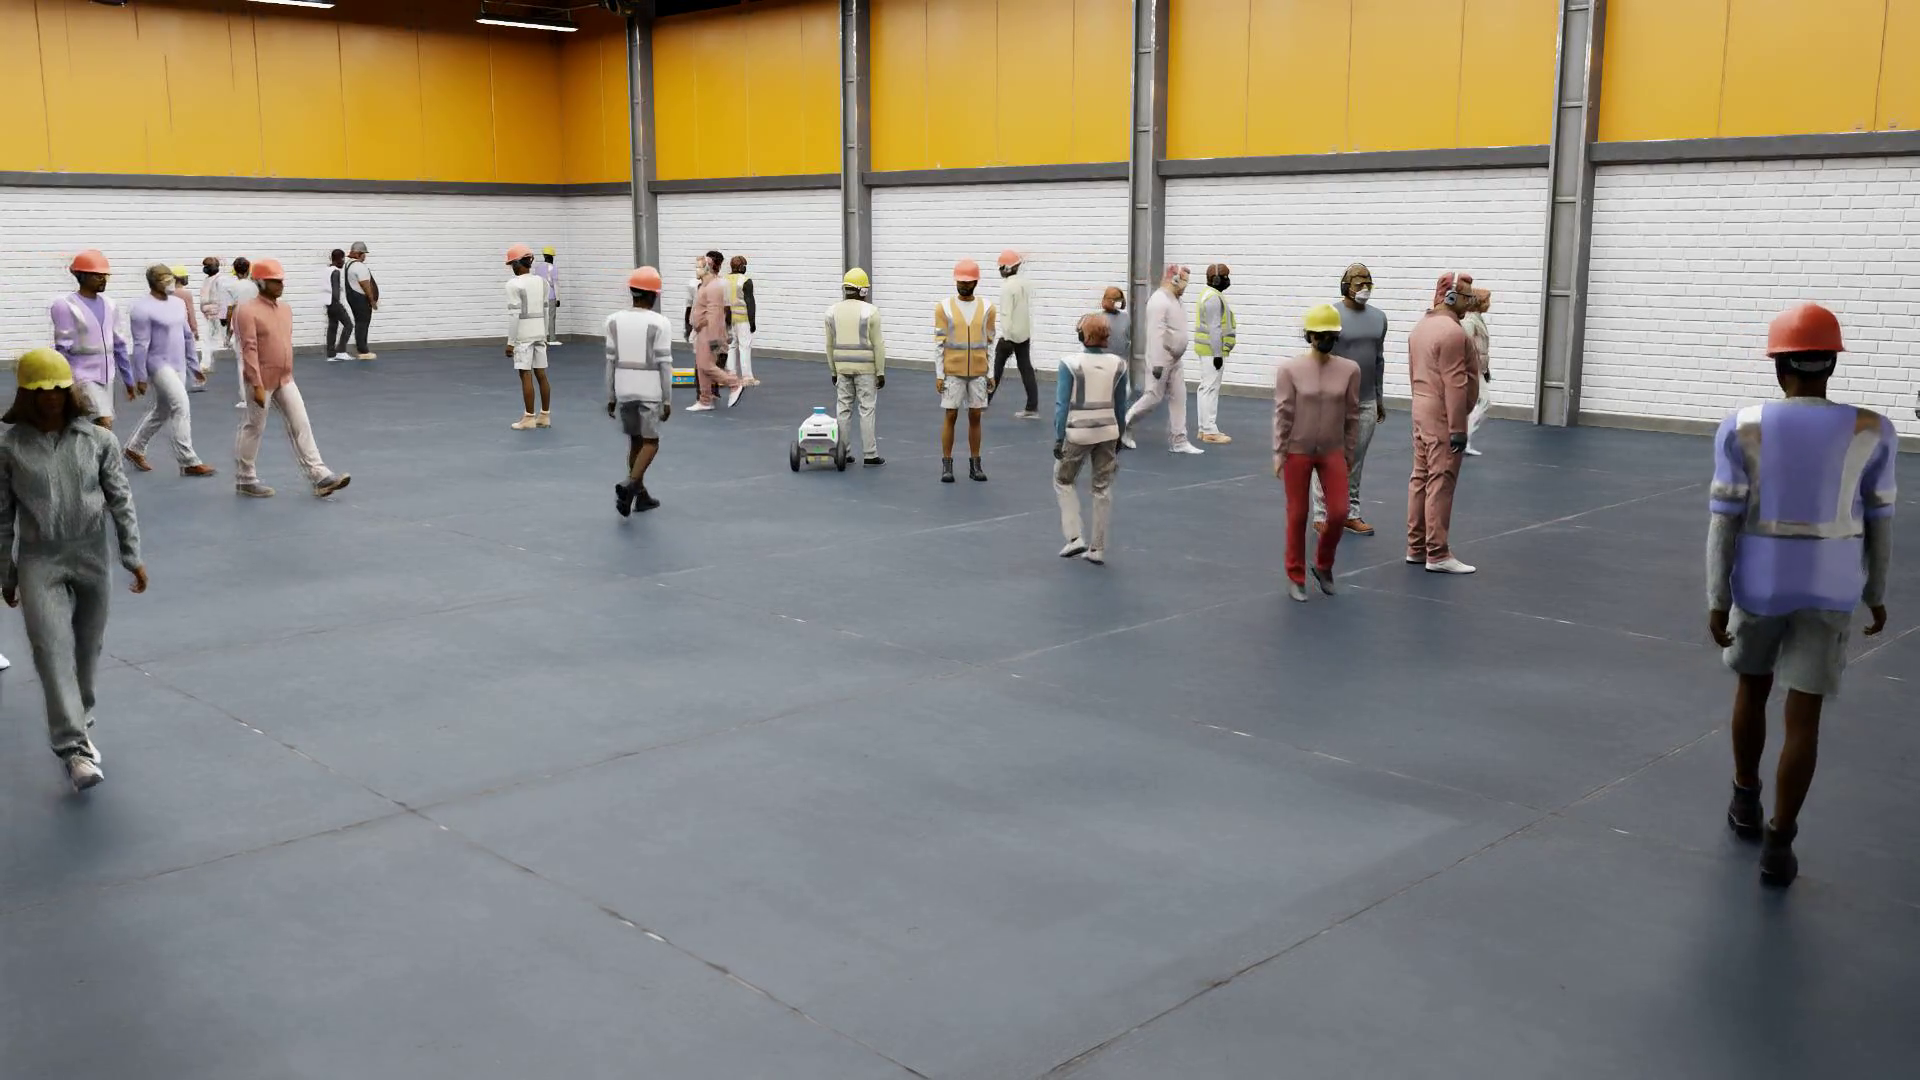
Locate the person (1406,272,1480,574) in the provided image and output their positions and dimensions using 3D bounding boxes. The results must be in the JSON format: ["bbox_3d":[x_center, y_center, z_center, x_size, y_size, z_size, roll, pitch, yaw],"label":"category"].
[{"bbox_3d":[3.089,-0.746,10.597,0.406,1.902,0.636,-1,10,-6],"label":"person"}]

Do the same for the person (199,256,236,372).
[{"bbox_3d":[-11.587,-3.534,26.062,0.633,1.812,0.901,9,14,40],"label":"person"}]

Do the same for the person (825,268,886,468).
[{"bbox_3d":[-0.943,-1.579,15.319,0.590,1.833,0.404,5,11,25],"label":"person"}]

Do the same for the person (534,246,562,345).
[{"bbox_3d":[-7.999,-4.746,32.367,0.580,1.918,0.401,6,12,30],"label":"person"}]

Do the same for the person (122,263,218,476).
[{"bbox_3d":[-7.130,-1.513,14.802,0.978,1.904,0.639,1,10,8],"label":"person"}]

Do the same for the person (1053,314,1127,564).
[{"bbox_3d":[0.838,-0.655,10.834,0.551,1.623,0.412,-4,11,-22],"label":"person"}]

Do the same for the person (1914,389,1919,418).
[{"bbox_3d":[7.670,-1.110,12.773,0.533,1.827,0.702,-4,11,-19],"label":"person"}]

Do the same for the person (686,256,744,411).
[{"bbox_3d":[-3.012,-2.499,20.185,0.601,1.889,0.652,-3,11,-15],"label":"person"}]

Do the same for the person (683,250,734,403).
[{"bbox_3d":[-3.193,-2.702,21.149,0.762,1.930,0.601,3,11,15],"label":"person"}]

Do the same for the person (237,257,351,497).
[{"bbox_3d":[-5.477,-1.287,13.409,1.023,1.942,0.653,4,11,18],"label":"person"}]

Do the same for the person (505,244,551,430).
[{"bbox_3d":[-4.762,-2.218,18.253,0.393,2.036,0.605,6,12,28],"label":"person"}]

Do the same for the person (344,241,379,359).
[{"bbox_3d":[-10.329,-4.150,28.772,0.536,2.000,0.692,-7,13,-35],"label":"person"}]

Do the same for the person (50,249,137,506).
[{"bbox_3d":[-6.782,-1.267,13.103,0.614,2.017,0.635,3,11,14],"label":"person"}]

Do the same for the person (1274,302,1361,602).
[{"bbox_3d":[2.067,-0.498,9.663,0.532,1.754,0.388,-1,10,-3],"label":"person"}]

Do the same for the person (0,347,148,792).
[{"bbox_3d":[-3.440,0.114,6.455,0.877,1.703,0.493,10,15,44],"label":"person"}]

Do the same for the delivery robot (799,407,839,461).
[{"bbox_3d":[-1.289,-0.976,15.265,0.477,0.478,0.707,0,10,-1],"label":"delivery robot"}]

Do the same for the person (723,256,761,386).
[{"bbox_3d":[-3.129,-3.114,23.674,0.624,1.844,0.429,8,13,36],"label":"person"}]

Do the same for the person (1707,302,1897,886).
[{"bbox_3d":[2.841,0.155,5.656,0.562,1.899,0.852,6,12,28],"label":"person"}]

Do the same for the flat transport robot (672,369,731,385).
[{"bbox_3d":[-3.969,-2.311,23.577,1.431,0.197,0.652,0,10,-2],"label":"flat transport robot"}]

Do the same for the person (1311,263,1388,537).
[{"bbox_3d":[2.751,-0.981,11.773,0.634,1.937,0.355,-5,12,-26],"label":"person"}]

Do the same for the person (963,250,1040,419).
[{"bbox_3d":[0.515,-2.394,19.450,0.980,1.951,0.618,7,12,32],"label":"person"}]

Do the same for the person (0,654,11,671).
[{"bbox_3d":[-4.852,-0.264,7.944,0.513,1.906,0.608,6,12,28],"label":"person"}]

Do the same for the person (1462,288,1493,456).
[{"bbox_3d":[4.982,-1.606,16.051,0.381,1.624,0.518,4,11,21],"label":"person"}]

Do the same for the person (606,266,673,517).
[{"bbox_3d":[-2.452,-1.112,12.591,0.562,1.909,0.800,3,11,16],"label":"person"}]

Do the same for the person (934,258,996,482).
[{"bbox_3d":[0.056,-1.462,14.405,0.547,1.934,0.376,-2,11,-11],"label":"person"}]

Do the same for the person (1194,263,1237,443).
[{"bbox_3d":[2.637,-1.928,17.202,0.430,1.845,0.619,0,10,2],"label":"person"}]

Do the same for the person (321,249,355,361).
[{"bbox_3d":[-10.566,-3.986,28.274,0.558,1.893,0.626,-7,12,-32],"label":"person"}]

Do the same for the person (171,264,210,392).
[{"bbox_3d":[-10.519,-2.833,22.395,0.532,1.747,0.718,8,13,37],"label":"person"}]

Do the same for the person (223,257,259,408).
[{"bbox_3d":[-8.855,-2.560,20.605,0.571,1.859,0.331,-9,14,-41],"label":"person"}]

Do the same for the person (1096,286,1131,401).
[{"bbox_3d":[1.558,-1.823,17.241,0.495,1.619,0.399,-6,12,-28],"label":"person"}]

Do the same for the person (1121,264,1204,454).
[{"bbox_3d":[1.968,-1.780,16.371,0.880,1.864,0.673,6,12,28],"label":"person"}]
